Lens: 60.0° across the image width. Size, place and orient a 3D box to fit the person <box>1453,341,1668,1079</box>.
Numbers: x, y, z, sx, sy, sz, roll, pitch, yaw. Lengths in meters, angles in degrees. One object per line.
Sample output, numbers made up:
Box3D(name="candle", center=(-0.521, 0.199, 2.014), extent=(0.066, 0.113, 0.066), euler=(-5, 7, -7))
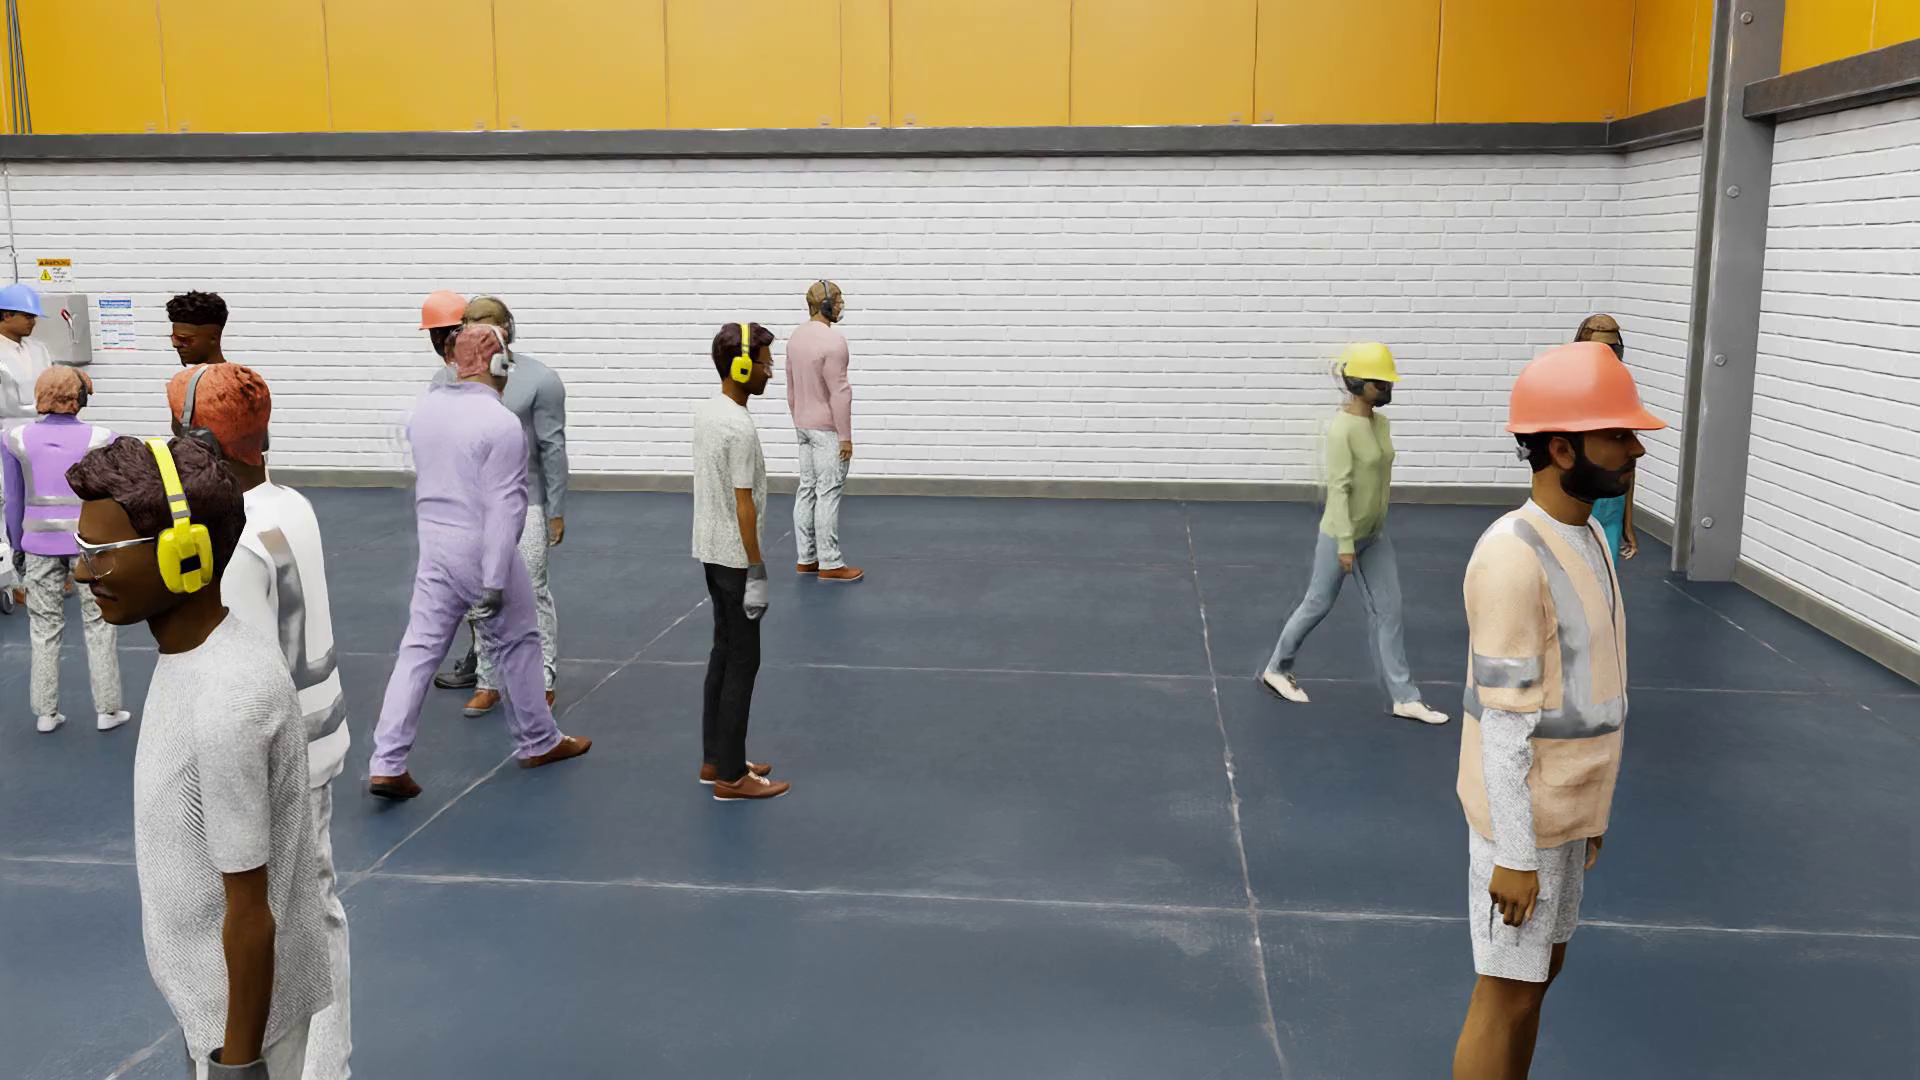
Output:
Box3D(name="person", center=(1.238, 0.559, 3.496), extent=(0.353, 1.942, 0.546), euler=(6, 12, 33))

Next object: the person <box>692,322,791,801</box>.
Box3D(name="person", center=(-0.861, 0.089, 6.445), extent=(0.332, 1.857, 0.528), euler=(-5, 11, -26))

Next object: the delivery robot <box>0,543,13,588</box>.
Box3D(name="delivery robot", center=(-5.676, 0.173, 9.402), extent=(0.477, 0.478, 0.707), euler=(-1, 10, -7))

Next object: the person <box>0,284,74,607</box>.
Box3D(name="person", center=(-5.649, -0.566, 9.981), extent=(0.458, 1.929, 0.602), euler=(1, 10, 6))

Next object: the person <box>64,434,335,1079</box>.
Box3D(name="person", center=(-1.154, 0.758, 2.605), extent=(0.326, 1.860, 0.514), euler=(-5, 11, -25))

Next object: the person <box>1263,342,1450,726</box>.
Box3D(name="person", center=(1.786, -0.046, 7.601), extent=(0.914, 1.720, 0.540), euler=(9, 14, 43))

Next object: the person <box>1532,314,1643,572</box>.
Box3D(name="person", center=(2.801, -0.083, 7.447), extent=(0.508, 1.846, 0.345), euler=(-2, 10, -11))

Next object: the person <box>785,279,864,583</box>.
Box3D(name="person", center=(-0.877, -0.694, 10.673), extent=(0.358, 1.938, 0.636), euler=(-7, 12, -34))

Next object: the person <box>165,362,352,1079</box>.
Box3D(name="person", center=(-1.593, 0.534, 3.809), extent=(0.360, 1.882, 0.575), euler=(-2, 10, -10))

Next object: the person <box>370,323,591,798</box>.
Box3D(name="person", center=(-1.954, 0.081, 6.545), extent=(0.650, 1.852, 1.021), euler=(6, 12, 31))

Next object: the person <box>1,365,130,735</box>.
Box3D(name="person", center=(-3.904, 0.048, 7.313), extent=(0.524, 1.631, 0.313), euler=(-2, 10, -12))

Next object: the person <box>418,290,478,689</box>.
Box3D(name="person", center=(-2.419, -0.238, 8.082), extent=(0.376, 1.934, 0.547), euler=(1, 10, 6))

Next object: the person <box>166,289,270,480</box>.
Box3D(name="person", center=(-3.283, -0.131, 7.417), extent=(0.599, 1.958, 0.381), euler=(6, 12, 32))

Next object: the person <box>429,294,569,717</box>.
Box3D(name="person", center=(-2.087, -0.146, 7.575), extent=(0.636, 1.931, 0.377), euler=(1, 10, 6))
